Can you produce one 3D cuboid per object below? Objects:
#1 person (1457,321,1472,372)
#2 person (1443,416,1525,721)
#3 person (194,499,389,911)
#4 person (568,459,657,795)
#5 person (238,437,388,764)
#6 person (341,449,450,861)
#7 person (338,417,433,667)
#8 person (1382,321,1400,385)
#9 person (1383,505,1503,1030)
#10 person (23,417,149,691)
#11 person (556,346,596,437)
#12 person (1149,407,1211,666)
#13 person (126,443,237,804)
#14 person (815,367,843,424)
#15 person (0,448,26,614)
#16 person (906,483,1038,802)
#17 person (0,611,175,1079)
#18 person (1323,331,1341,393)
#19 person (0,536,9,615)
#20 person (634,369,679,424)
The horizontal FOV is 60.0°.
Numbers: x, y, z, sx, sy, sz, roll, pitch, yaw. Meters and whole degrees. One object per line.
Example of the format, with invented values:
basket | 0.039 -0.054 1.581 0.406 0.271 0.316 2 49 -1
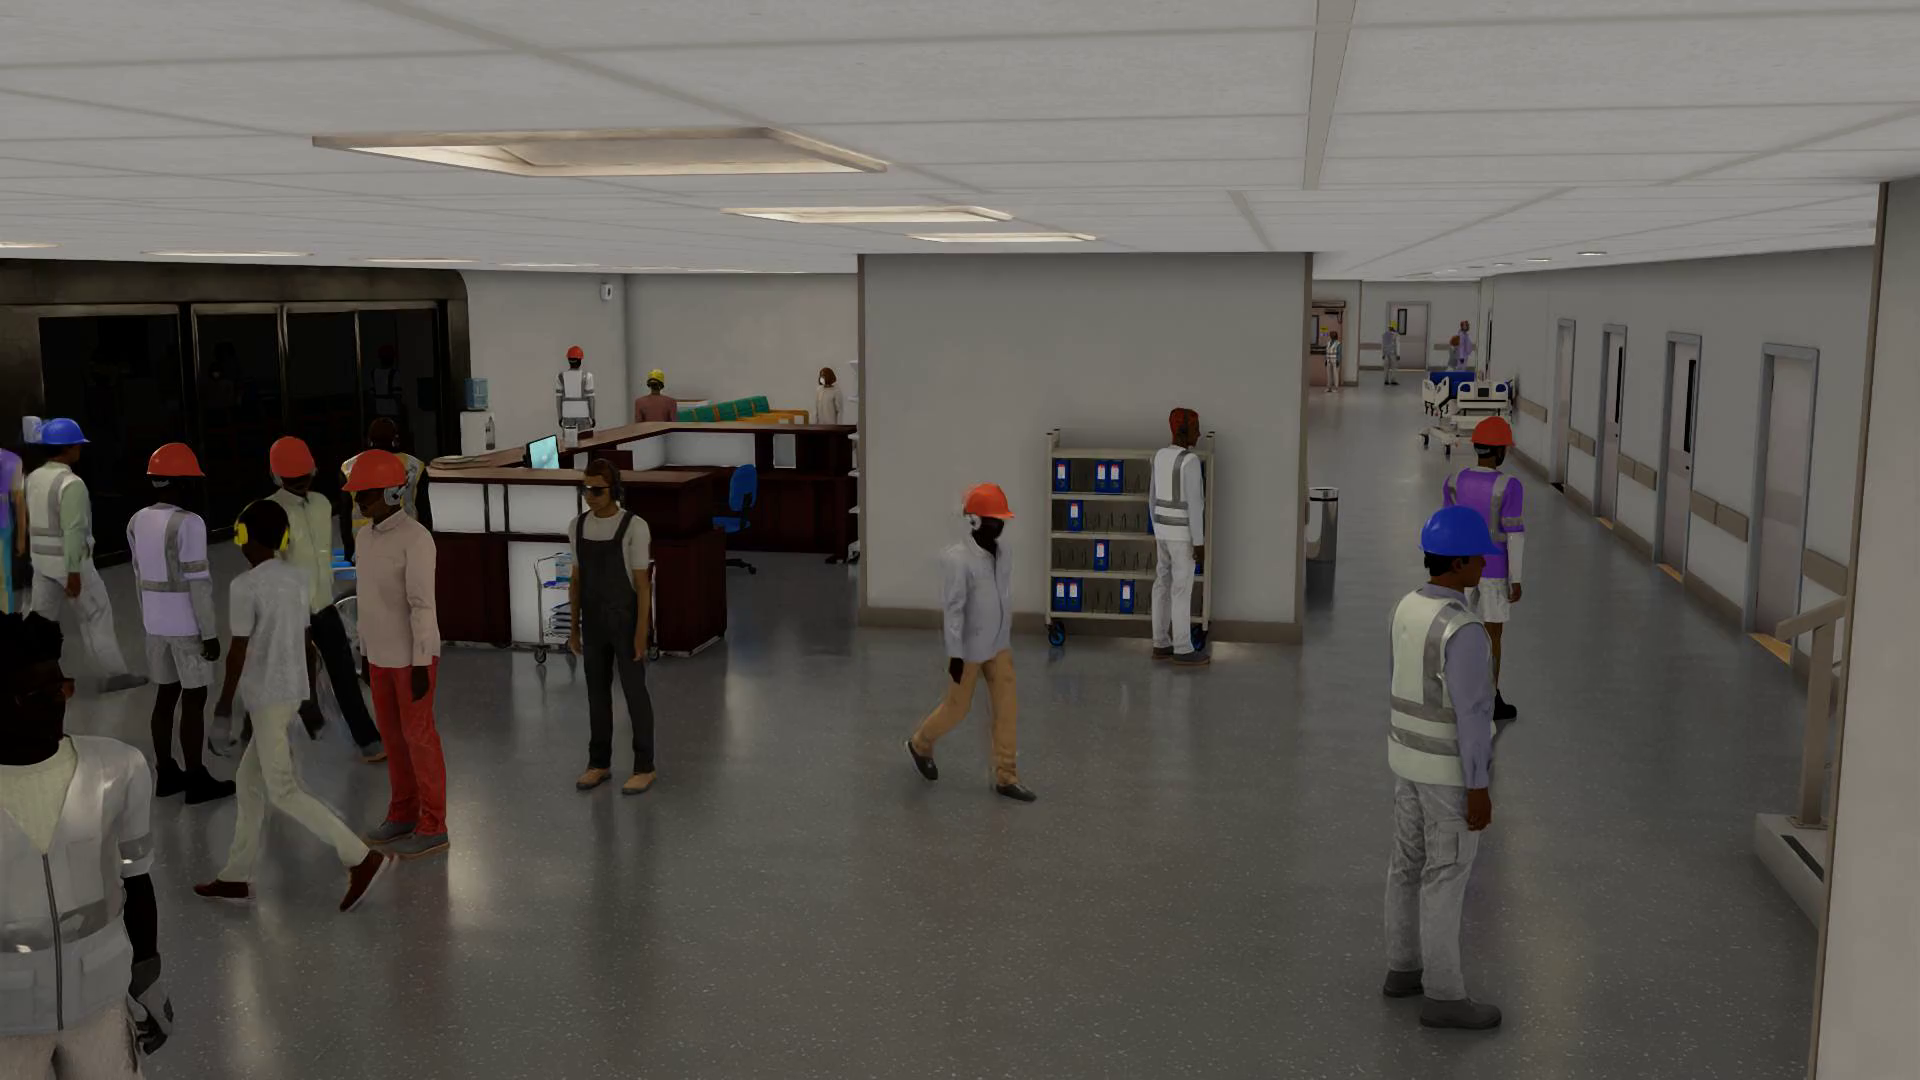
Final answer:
person | 13.455 -4.898 44.416 0.407 1.913 0.641 3 9 21
person | 3.352 0.179 10.632 0.366 1.935 0.552 -8 12 -42
person | -3.003 0.730 7.374 0.894 1.818 0.608 1 9 7
person | -1.905 0.470 9.059 0.502 1.838 0.345 3 9 21
person | -3.771 0.369 9.515 0.979 1.935 0.622 4 9 24
person | -2.740 0.548 8.045 0.608 1.987 0.402 7 11 40
person | -4.111 0.038 11.929 0.633 1.835 0.429 -3 9 -19
person | 12.376 -5.352 47.691 0.403 1.833 0.593 -7 11 -40
person | 1.802 0.838 6.227 0.384 1.948 0.605 -2 9 -12
person | -6.020 0.137 11.053 0.620 1.906 1.002 6 10 34
person | -5.465 -1.792 23.712 0.551 1.936 0.357 0 9 0
person | 1.599 -0.023 12.176 0.359 1.876 0.573 -4 9 -25
person | -4.171 0.444 8.920 0.546 1.931 0.378 5 10 29
person | -1.883 -1.650 23.773 0.501 1.633 0.285 7 11 38
person | -7.419 -0.069 12.680 0.579 1.826 0.628 -2 9 -15
person | 0.048 0.534 9.021 0.801 1.723 0.559 8 11 41
person | -2.294 1.141 4.153 0.610 1.966 0.363 -8 12 -44
person | 9.902 -4.728 44.166 0.308 1.644 0.514 -6 10 -33
person | -5.385 0.501 8.848 0.590 1.833 0.404 -6 10 -34
person | -3.709 -1.203 20.379 0.533 1.765 0.318 -1 9 -5
